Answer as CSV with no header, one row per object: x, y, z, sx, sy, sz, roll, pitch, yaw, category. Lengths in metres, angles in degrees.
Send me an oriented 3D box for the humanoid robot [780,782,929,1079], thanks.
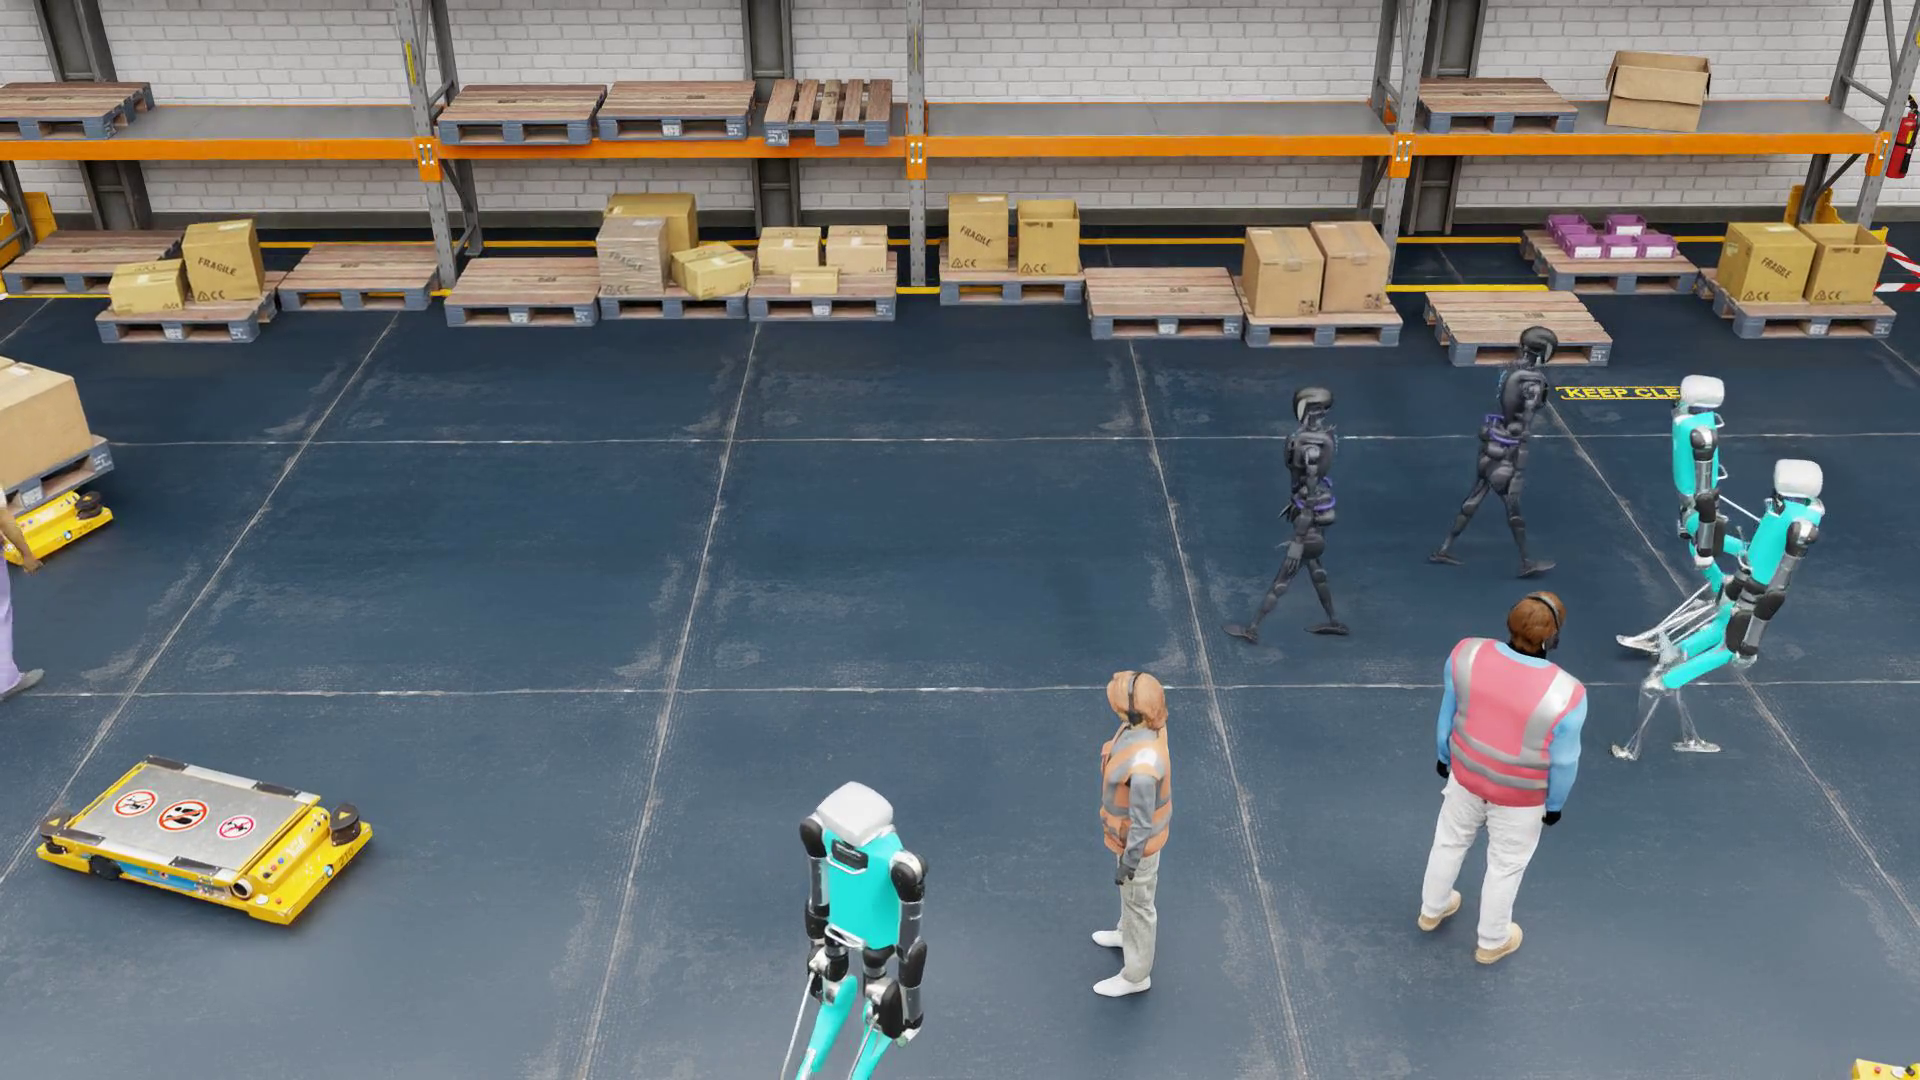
-0.528,1.807,6.014,0.551,1.803,0.904,20,37,30,humanoid robot

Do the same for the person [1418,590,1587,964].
2.343,1.019,7.204,0.619,1.836,0.431,27,40,37,person

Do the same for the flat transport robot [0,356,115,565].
-6.272,-0.219,10.776,1.431,0.231,0.659,15,34,23,flat transport robot

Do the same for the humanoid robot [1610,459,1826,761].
3.716,0.410,8.397,0.862,1.850,0.541,7,32,11,humanoid robot

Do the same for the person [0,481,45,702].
-5.209,0.067,8.788,0.578,1.822,0.444,8,32,13,person

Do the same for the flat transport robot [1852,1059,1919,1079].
4.296,2.396,6.422,1.431,0.231,0.659,8,32,13,flat transport robot

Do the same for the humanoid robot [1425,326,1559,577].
3.301,-0.528,9.956,0.763,1.629,0.589,2,31,4,humanoid robot

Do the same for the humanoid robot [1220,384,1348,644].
1.887,-0.141,9.309,0.757,1.623,0.586,3,31,5,humanoid robot

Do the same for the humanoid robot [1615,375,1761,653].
4.209,-0.063,9.105,0.934,1.725,0.536,4,31,7,humanoid robot

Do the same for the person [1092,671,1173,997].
0.733,1.234,7.025,0.309,1.639,0.513,3,31,5,person

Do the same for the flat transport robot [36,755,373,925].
-3.654,1.427,8.035,1.431,0.231,0.659,10,32,16,flat transport robot
